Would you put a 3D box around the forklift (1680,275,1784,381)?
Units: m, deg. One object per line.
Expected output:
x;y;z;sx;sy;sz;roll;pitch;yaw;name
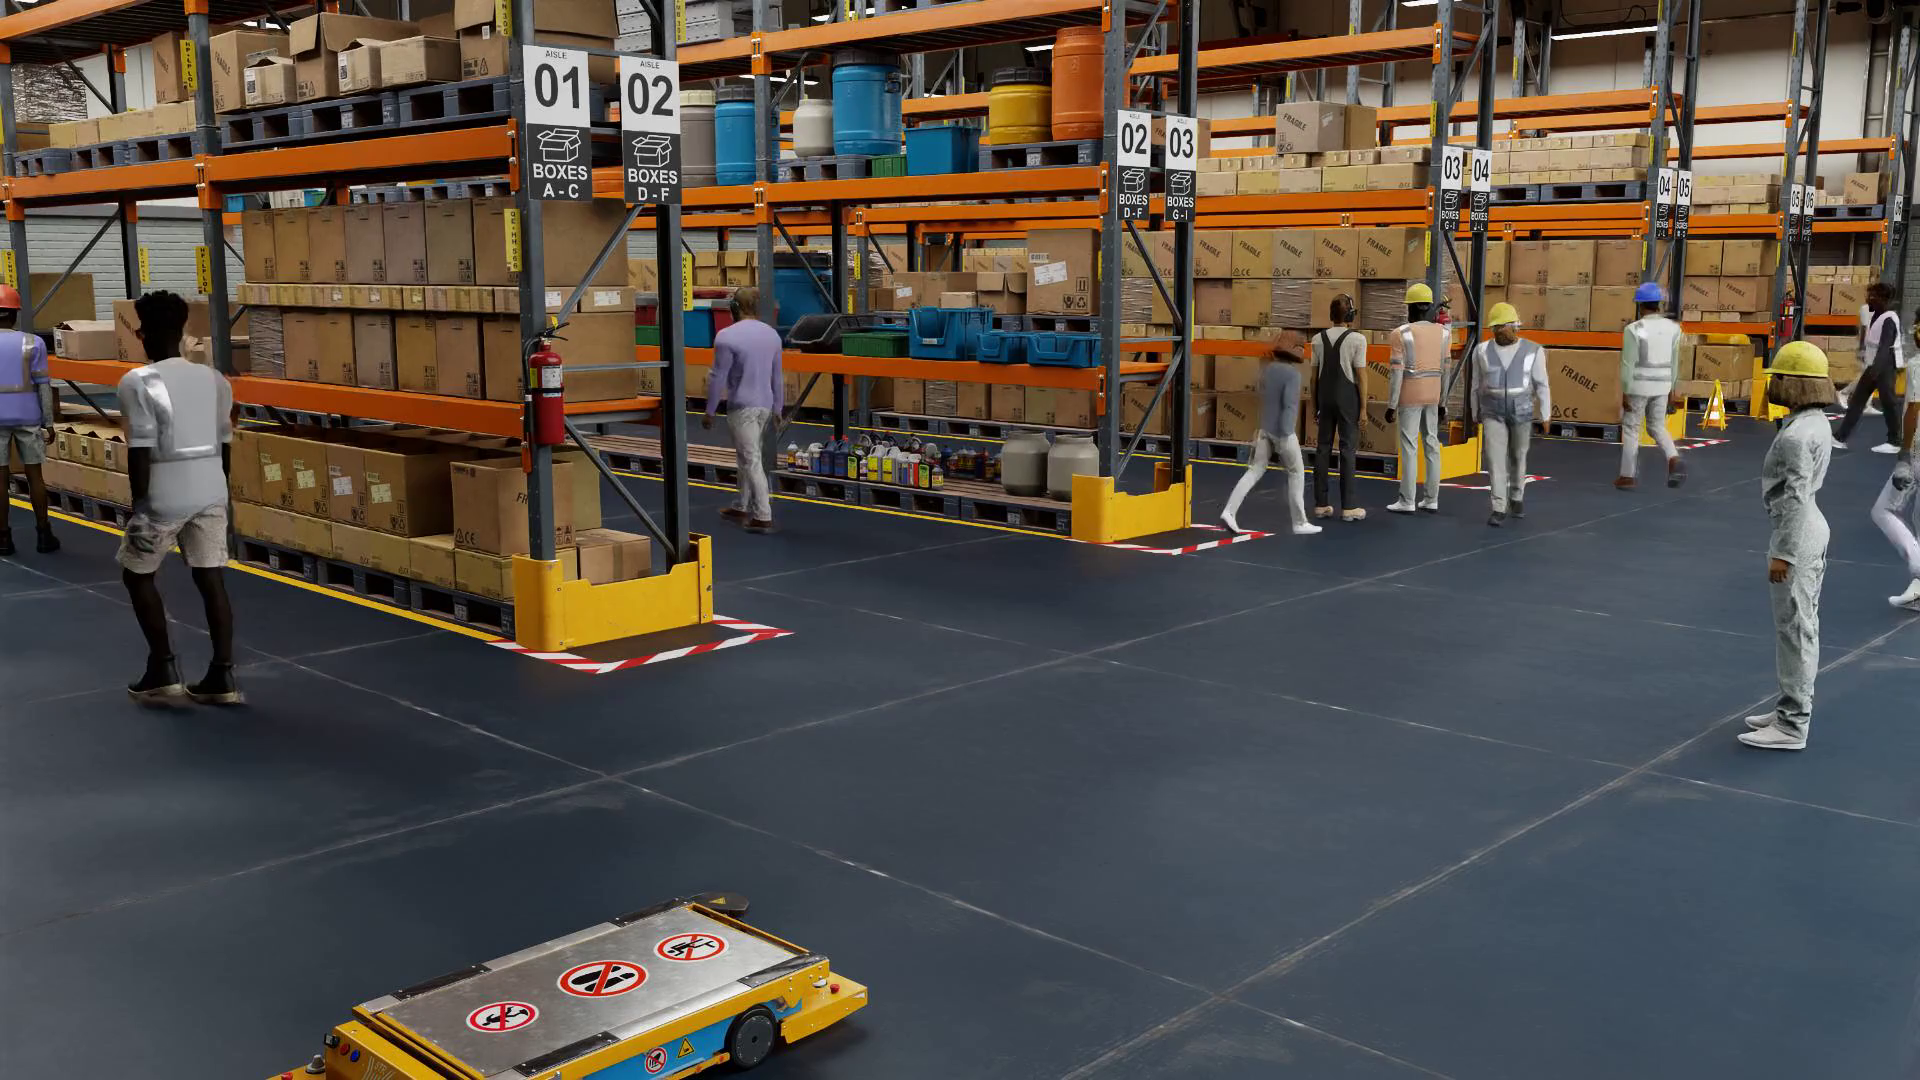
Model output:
12.480;-3.427;27.053;1.214;2.155;2.313;9;13;43;forklift

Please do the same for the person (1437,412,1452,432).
5.716;-2.184;20.281;0.451;1.872;0.603;7;12;37;person

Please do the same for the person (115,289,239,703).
-3.733;-0.197;7.846;0.667;1.943;0.642;4;10;25;person

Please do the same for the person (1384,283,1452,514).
3.841;-1.188;14.014;0.589;1.927;0.388;-3;10;-19;person

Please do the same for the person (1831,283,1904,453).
10.152;-1.917;18.623;0.938;1.874;0.623;2;9;11;person

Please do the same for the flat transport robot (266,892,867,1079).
-0.980;1.246;4.283;0.652;0.197;1.431;9;13;43;flat transport robot

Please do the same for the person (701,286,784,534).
-1.767;-1.027;13.101;0.867;1.909;0.634;7;11;36;person

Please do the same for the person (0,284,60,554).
-6.880;-0.876;12.071;0.551;1.935;0.375;-4;10;-23;person

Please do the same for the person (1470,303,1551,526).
4.483;-1.039;13.579;0.631;1.784;0.913;3;10;19;person

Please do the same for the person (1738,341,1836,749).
3.565;0.021;7.162;0.307;1.745;0.484;6;11;34;person

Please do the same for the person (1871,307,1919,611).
5.755;-0.494;9.980;0.561;1.851;0.397;-4;10;-25;person

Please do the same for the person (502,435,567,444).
-3.190;-0.782;12.418;0.497;1.634;0.279;-5;11;-29;person

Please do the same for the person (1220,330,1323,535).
2.395;-0.826;12.818;0.843;1.594;0.527;-4;10;-21;person

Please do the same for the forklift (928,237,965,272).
-0.326;-5.817;39.609;1.129;2.768;1.873;9;13;43;forklift

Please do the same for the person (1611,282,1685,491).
6.358;-1.400;15.300;0.621;1.931;0.723;-2;10;-13;person

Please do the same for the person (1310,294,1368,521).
3.118;-1.092;13.673;0.505;1.847;0.346;8;12;39;person

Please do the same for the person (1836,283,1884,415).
12.811;-2.701;23.512;0.541;1.854;0.532;-5;11;-30;person

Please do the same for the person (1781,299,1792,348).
12.557;-2.837;24.948;0.761;1.660;0.544;4;10;22;person
